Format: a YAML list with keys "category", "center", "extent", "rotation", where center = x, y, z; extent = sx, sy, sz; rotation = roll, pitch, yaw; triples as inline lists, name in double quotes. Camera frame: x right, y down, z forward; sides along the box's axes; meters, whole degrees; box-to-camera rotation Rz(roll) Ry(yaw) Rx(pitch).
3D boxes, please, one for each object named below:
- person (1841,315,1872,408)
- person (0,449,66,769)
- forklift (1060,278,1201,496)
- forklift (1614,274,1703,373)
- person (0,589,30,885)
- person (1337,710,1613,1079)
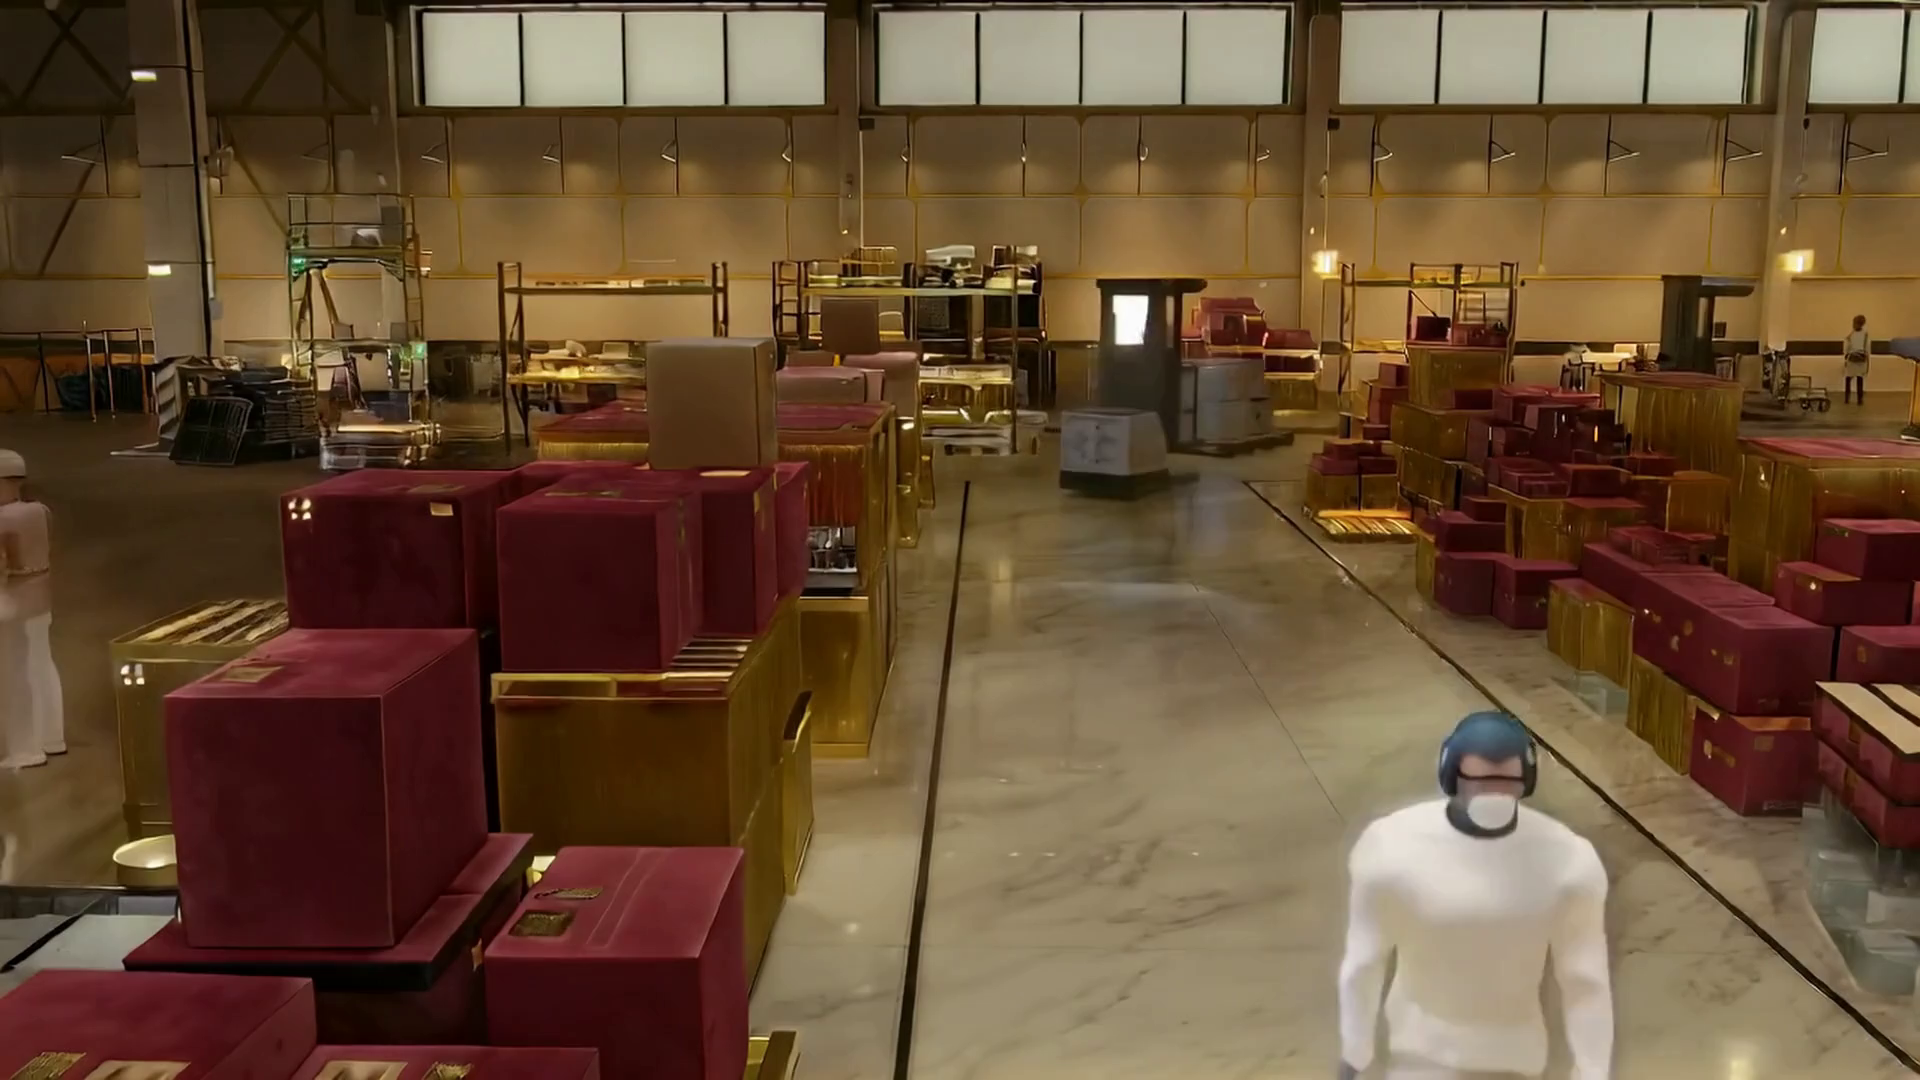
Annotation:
- category: "person"
  center: [18.698, -3.717, 34.720]
  extent: [0.551, 1.936, 0.357]
  rotation: [4, 10, 24]
- category: "person"
  center: [-5.682, 0.411, 10.021]
  extent: [0.369, 1.925, 0.594]
  rotation: [0, 9, 1]
- category: "forklift"
  center: [2.268, -2.074, 22.058]
  extent: [1.129, 2.768, 1.873]
  rotation: [7, 12, 38]
- category: "forklift"
  center: [12.604, -3.276, 29.256]
  extent: [1.873, 2.768, 1.129]
  rotation: [0, 9, 1]
- category: "person"
  center: [-4.461, 0.843, 7.437]
  extent: [0.642, 1.927, 0.643]
  rotation: [0, 9, -1]
- category: "person"
  center: [1.318, 1.389, 4.213]
  extent: [0.662, 1.906, 0.885]
  rotation: [1, 10, 5]
